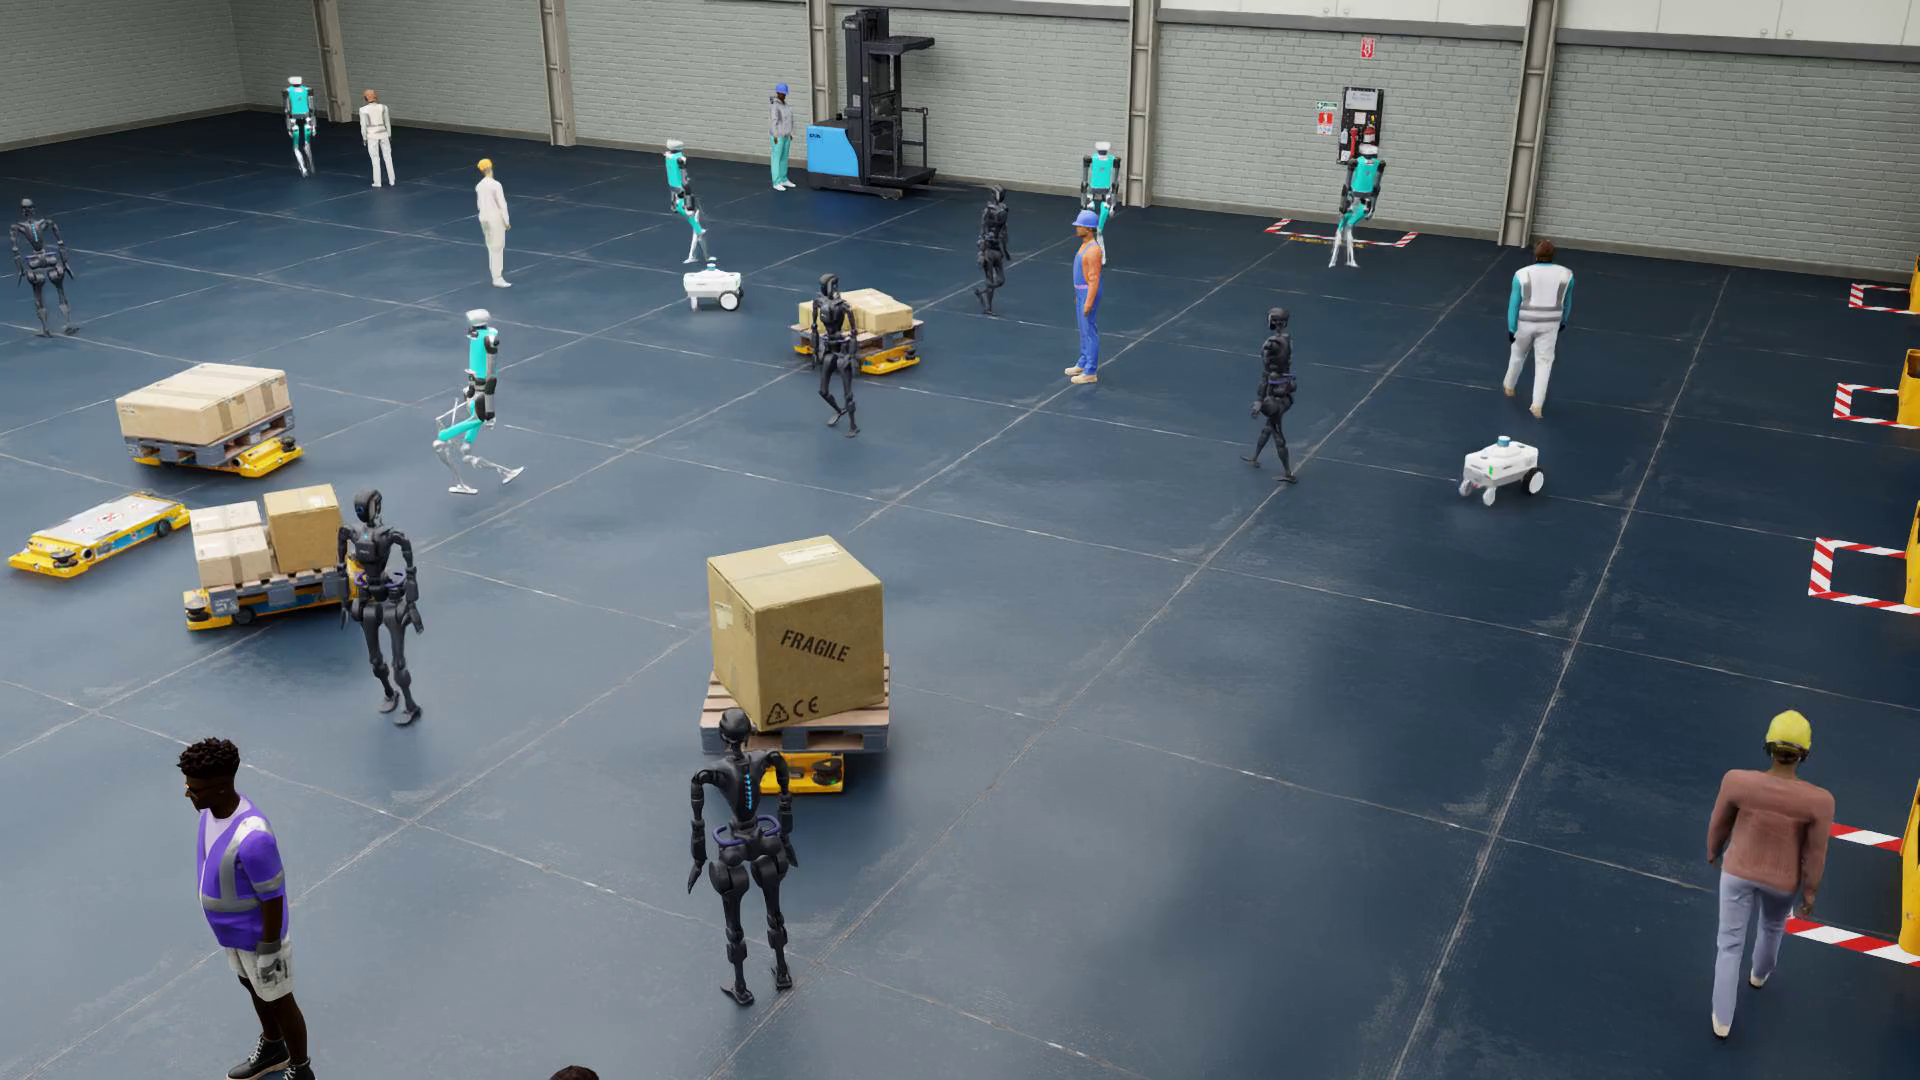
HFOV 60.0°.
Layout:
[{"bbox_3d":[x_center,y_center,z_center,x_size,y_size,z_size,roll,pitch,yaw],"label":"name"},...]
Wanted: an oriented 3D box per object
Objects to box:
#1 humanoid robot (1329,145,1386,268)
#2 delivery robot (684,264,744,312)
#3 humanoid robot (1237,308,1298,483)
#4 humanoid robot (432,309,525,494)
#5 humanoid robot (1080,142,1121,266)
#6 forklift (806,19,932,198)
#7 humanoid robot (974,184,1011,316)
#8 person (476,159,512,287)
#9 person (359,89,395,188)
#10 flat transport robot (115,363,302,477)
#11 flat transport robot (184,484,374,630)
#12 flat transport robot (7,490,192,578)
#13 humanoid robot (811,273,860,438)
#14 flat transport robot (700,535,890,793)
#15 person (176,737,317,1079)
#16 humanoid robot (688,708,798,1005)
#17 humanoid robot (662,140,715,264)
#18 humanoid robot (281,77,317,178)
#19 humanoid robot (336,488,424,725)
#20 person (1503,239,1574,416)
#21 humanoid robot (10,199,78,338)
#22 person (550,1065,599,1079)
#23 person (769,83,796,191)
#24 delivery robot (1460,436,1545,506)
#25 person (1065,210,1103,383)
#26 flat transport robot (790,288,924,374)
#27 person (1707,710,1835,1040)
[{"bbox_3d":[5.457,-4.626,23.086,0.545,1.786,0.817,-3,23,-8],"label":"humanoid robot"},{"bbox_3d":[-3.139,-3.230,21.338,0.780,0.608,0.521,0,23,-1],"label":"delivery robot"},{"bbox_3d":[2.913,-1.371,15.596,0.708,1.635,0.591,16,28,33],"label":"humanoid robot"},{"bbox_3d":[-4.491,-1.197,15.089,1.004,1.733,0.563,-15,27,-30],"label":"humanoid robot"},{"bbox_3d":[1.925,-4.757,23.463,0.552,1.772,1.083,-3,23,-6],"label":"humanoid robot"},{"bbox_3d":[-1.573,-7.292,27.850,1.873,2.768,1.129,12,26,25],"label":"forklift"},{"bbox_3d":[0.347,-3.662,20.896,0.463,1.642,0.609,16,28,32],"label":"humanoid robot"},{"bbox_3d":[-6.259,-4.244,22.285,0.588,1.653,0.458,13,26,27],"label":"person"},{"bbox_3d":[-9.938,-6.849,28.368,0.511,1.639,0.307,-17,28,-34],"label":"person"},{"bbox_3d":[-7.231,-0.865,16.176,1.431,0.231,0.659,7,24,15],"label":"flat transport robot"},{"bbox_3d":[-5.422,0.373,13.294,1.431,0.231,0.659,-11,26,-24],"label":"flat transport robot"},{"bbox_3d":[-7.348,-0.063,14.309,0.659,0.231,1.431,9,25,20],"label":"flat transport robot"},{"bbox_3d":[-1.222,-1.901,16.810,0.603,1.639,0.400,15,28,32],"label":"humanoid robot"},{"bbox_3d":[-1.075,1.266,11.215,0.659,0.231,1.431,-1,23,-1],"label":"flat transport robot"},{"bbox_3d":[-3.357,1.803,7.824,0.363,1.959,0.609,-21,31,-40],"label":"person"},{"bbox_3d":[-1.117,1.619,8.591,0.599,1.657,0.315,-12,26,-25],"label":"humanoid robot"},{"bbox_3d":[-3.741,-4.670,23.335,0.735,1.903,0.541,-17,28,-34],"label":"humanoid robot"},{"bbox_3d":[-11.645,-7.260,29.268,0.547,1.808,0.878,-15,27,-31],"label":"humanoid robot"},{"bbox_3d":[-3.968,0.449,11.325,0.598,1.647,0.444,2,23,5],"label":"humanoid robot"},{"bbox_3d":[6.081,-2.278,17.540,0.643,1.791,0.969,4,24,10],"label":"person"},{"bbox_3d":[-11.036,-3.275,20.019,0.614,1.640,0.395,-15,28,-32],"label":"humanoid robot"},{"bbox_3d":[-1.321,2.642,5.925,0.376,1.917,0.596,13,27,28],"label":"person"},{"bbox_3d":[-3.030,-6.846,28.203,0.361,1.770,0.534,10,25,22],"label":"person"},{"bbox_3d":[5.001,-0.660,15.356,0.814,0.610,0.499,-15,28,-31],"label":"delivery robot"},{"bbox_3d":[1.388,-2.680,18.326,0.363,1.910,0.516,-3,23,-7],"label":"person"},{"bbox_3d":[-1.198,-2.204,19.295,1.431,0.231,0.659,20,30,39],"label":"flat transport robot"},{"bbox_3d":[4.080,1.643,8.477,0.536,1.721,0.845,10,25,23],"label":"person"}]
